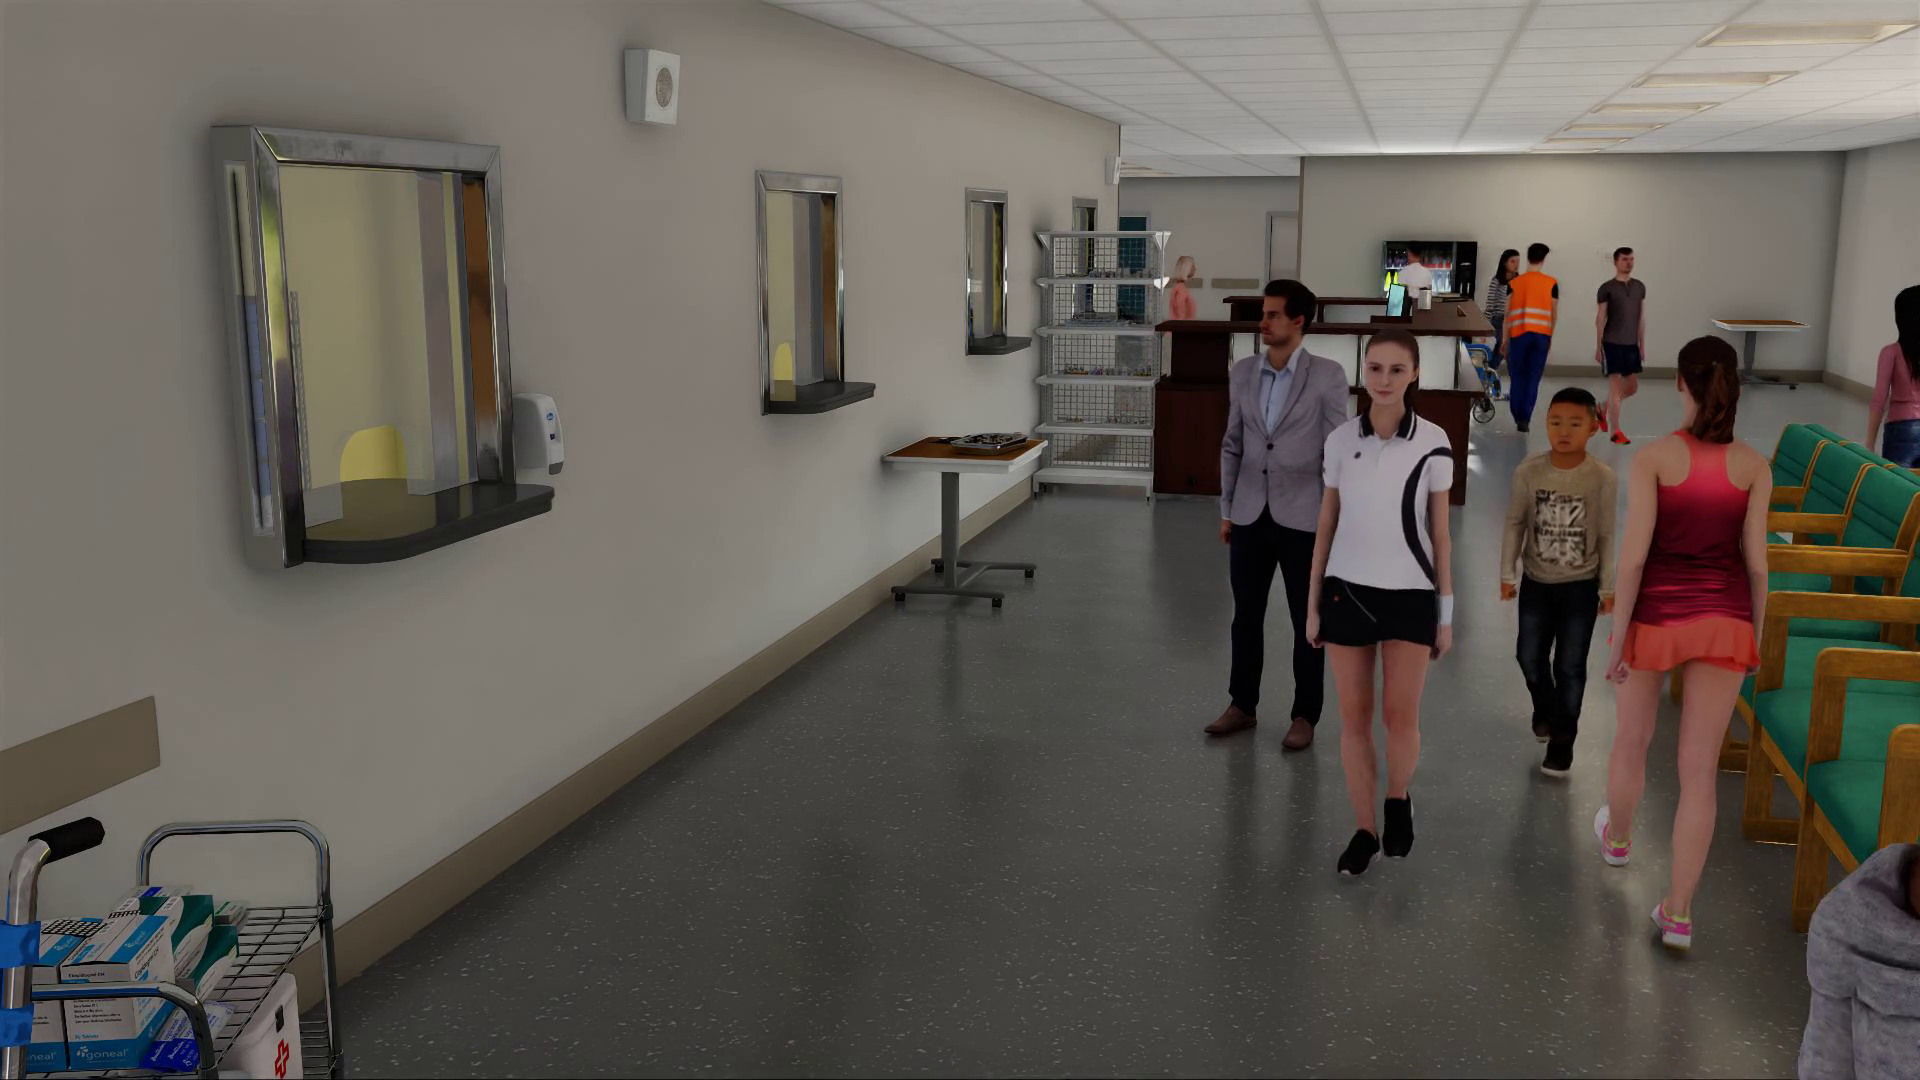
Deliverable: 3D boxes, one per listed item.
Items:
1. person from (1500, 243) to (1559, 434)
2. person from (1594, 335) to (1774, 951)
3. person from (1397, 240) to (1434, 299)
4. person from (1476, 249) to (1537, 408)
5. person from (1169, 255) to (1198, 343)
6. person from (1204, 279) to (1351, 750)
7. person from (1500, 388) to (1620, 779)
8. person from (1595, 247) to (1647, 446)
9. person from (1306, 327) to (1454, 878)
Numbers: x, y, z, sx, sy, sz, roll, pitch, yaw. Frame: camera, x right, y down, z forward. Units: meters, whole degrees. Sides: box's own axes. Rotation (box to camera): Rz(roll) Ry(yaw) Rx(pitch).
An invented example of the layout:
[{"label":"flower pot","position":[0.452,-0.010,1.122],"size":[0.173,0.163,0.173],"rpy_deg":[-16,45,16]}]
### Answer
[{"label":"person","position":[5.574,-1.927,16.246],"size":[1.207,1.834,0.832],"rpy_deg":[4,11,20]},{"label":"person","position":[2.079,0.310,4.757],"size":[0.971,1.723,0.654],"rpy_deg":[3,11,15]},{"label":"person","position":[5.646,-2.765,20.652],"size":[1.139,1.837,1.159],"rpy_deg":[-5,12,-25]},{"label":"person","position":[5.886,-2.253,18.187],"size":[1.199,1.733,1.224],"rpy_deg":[-6,12,-27]},{"label":"person","position":[2.377,-2.278,18.416],"size":[0.716,1.715,0.684],"rpy_deg":[-1,11,-3]},{"label":"person","position":[1.281,-0.111,6.632],"size":[0.651,1.850,0.808],"rpy_deg":[8,13,36]},{"label":"person","position":[2.306,0.146,6.349],"size":[0.763,1.451,0.716],"rpy_deg":[5,12,23]},{"label":"person","position":[6.198,-1.827,15.718],"size":[0.999,1.835,0.969],"rpy_deg":[-2,11,-11]},{"label":"person","position":[1.360,0.204,5.274],"size":[0.653,1.739,0.730],"rpy_deg":[6,12,28]}]
